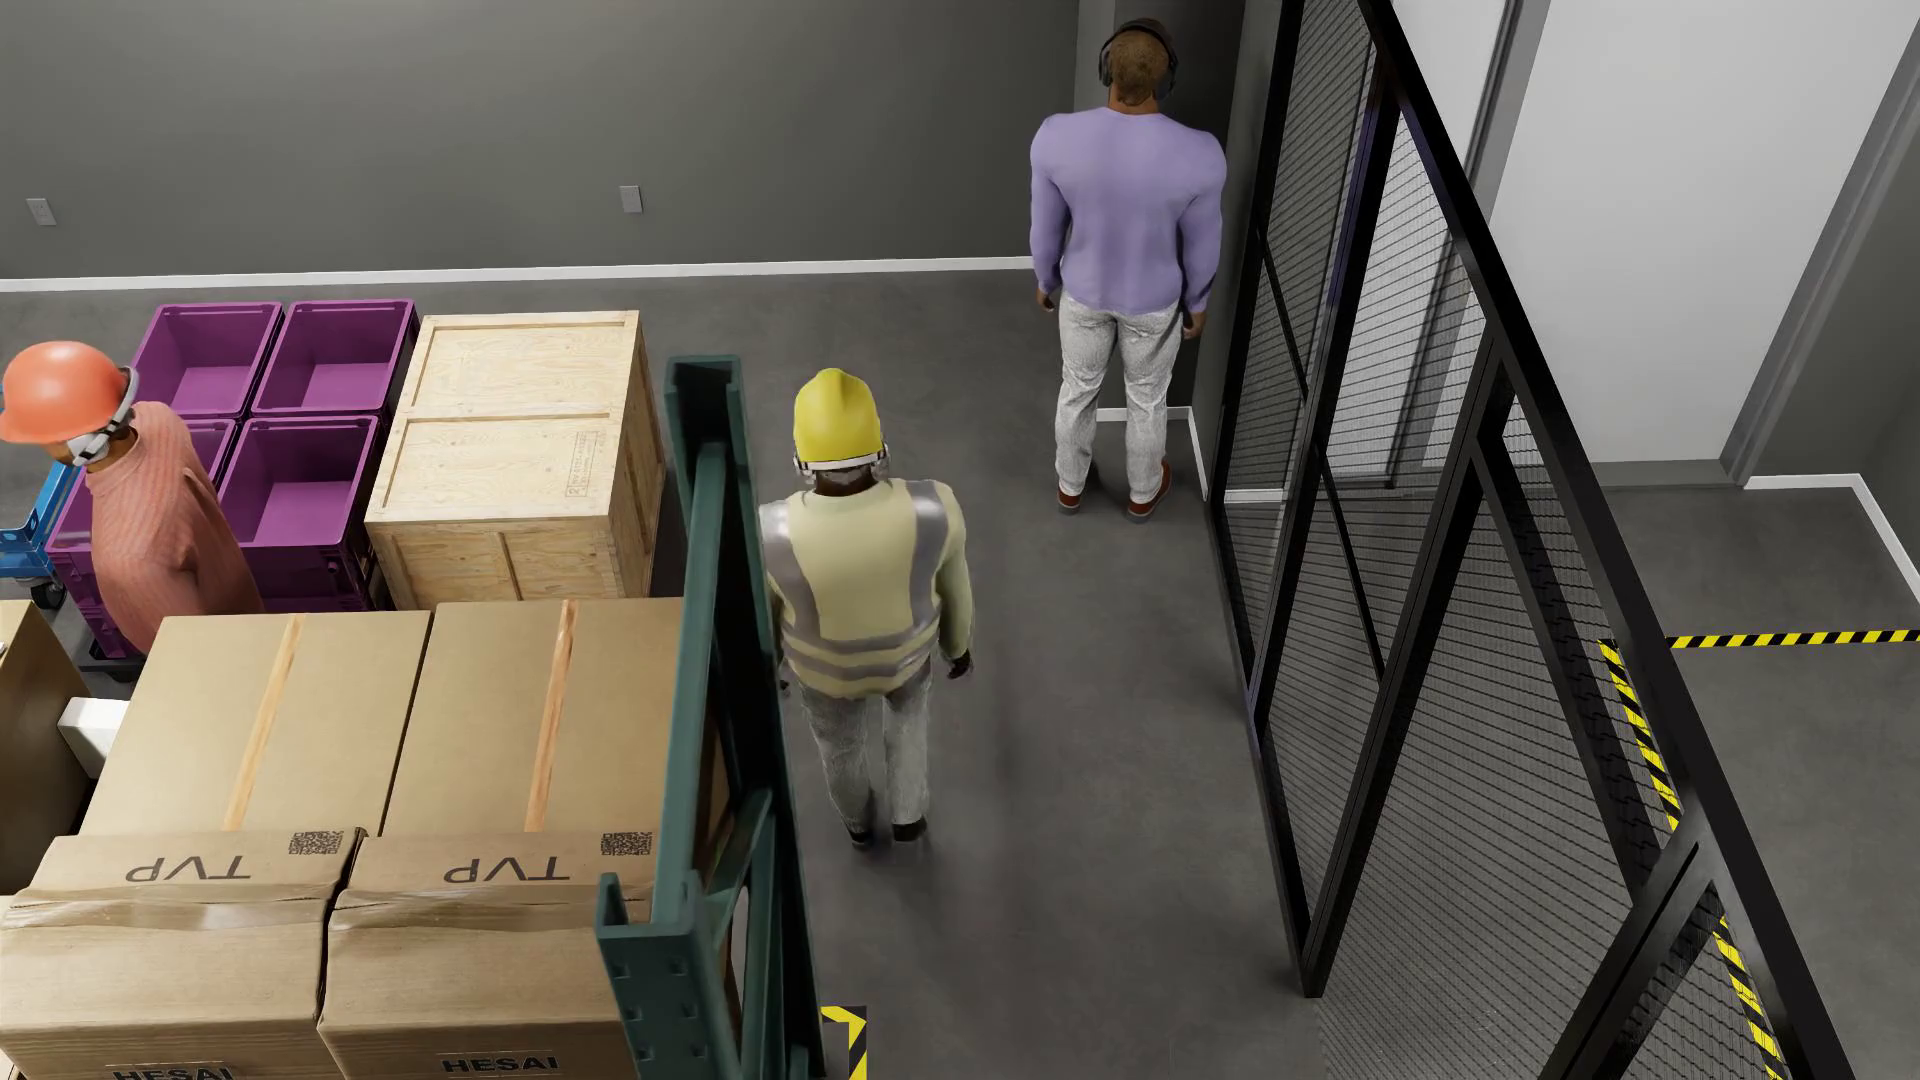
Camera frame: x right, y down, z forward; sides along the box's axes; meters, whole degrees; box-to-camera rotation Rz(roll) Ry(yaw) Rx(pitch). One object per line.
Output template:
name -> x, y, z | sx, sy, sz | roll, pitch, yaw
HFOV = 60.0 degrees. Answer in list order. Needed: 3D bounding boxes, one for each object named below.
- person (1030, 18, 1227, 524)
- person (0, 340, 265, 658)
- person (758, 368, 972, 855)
person -> 0.535, -0.836, 5.554 | 0.627, 1.940, 0.370 | 11, 47, 10
person -> -2.048, 0.252, 4.478 | 0.384, 1.993, 0.622 | -12, 48, -12
person -> -0.280, 0.268, 4.580 | 0.619, 1.818, 0.421 | -8, 47, -7
